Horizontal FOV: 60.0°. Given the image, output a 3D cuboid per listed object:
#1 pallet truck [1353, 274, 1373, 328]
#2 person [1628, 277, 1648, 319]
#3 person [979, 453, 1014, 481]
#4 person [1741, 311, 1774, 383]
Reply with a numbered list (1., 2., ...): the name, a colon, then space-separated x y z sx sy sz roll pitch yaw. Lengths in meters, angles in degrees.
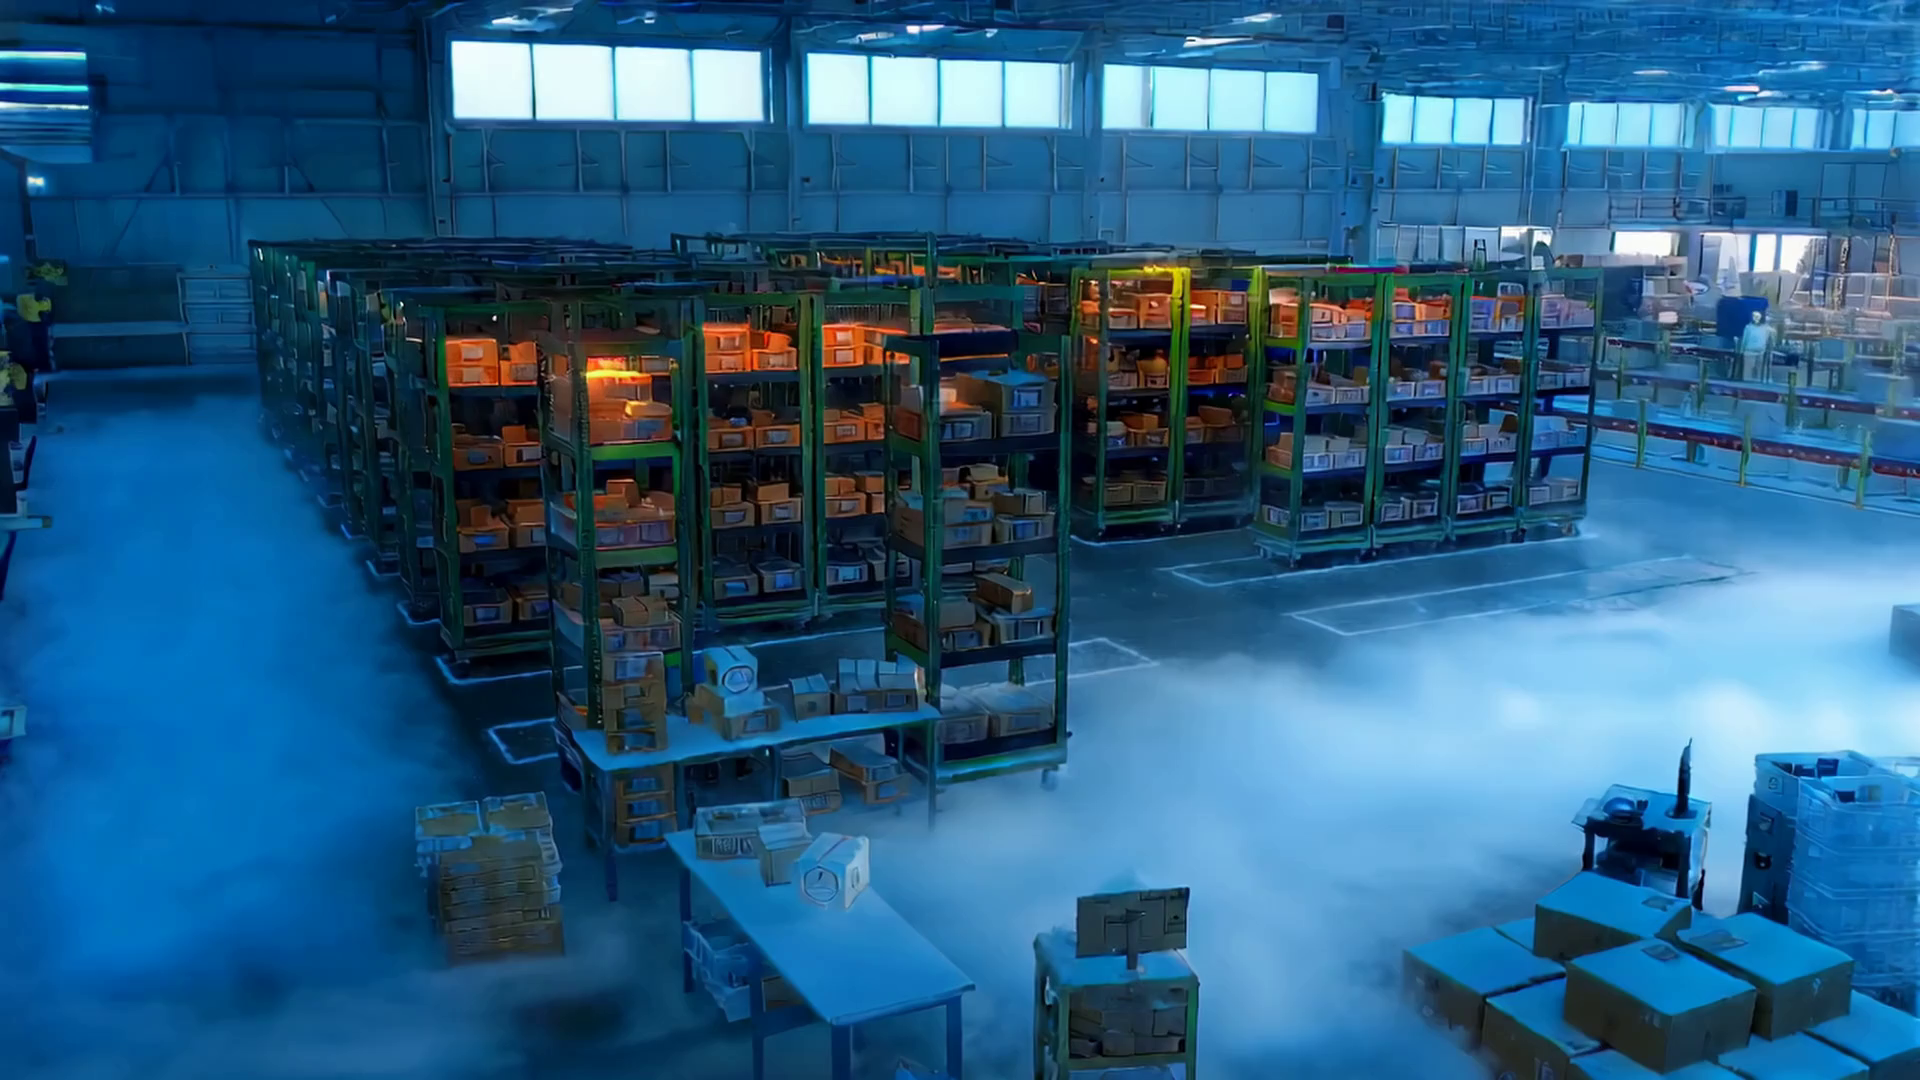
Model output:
1. pallet truck: 13.011 -8.050 55.243 0.823 1.965 1.885 -7 14 -28
2. person: 20.109 -6.773 49.225 0.941 2.016 0.613 -3 13 -15
3. person: 0.566 -1.288 23.622 0.623 1.992 0.396 0 12 -1
4. person: 18.014 -4.231 37.628 0.636 1.900 0.398 6 13 25
